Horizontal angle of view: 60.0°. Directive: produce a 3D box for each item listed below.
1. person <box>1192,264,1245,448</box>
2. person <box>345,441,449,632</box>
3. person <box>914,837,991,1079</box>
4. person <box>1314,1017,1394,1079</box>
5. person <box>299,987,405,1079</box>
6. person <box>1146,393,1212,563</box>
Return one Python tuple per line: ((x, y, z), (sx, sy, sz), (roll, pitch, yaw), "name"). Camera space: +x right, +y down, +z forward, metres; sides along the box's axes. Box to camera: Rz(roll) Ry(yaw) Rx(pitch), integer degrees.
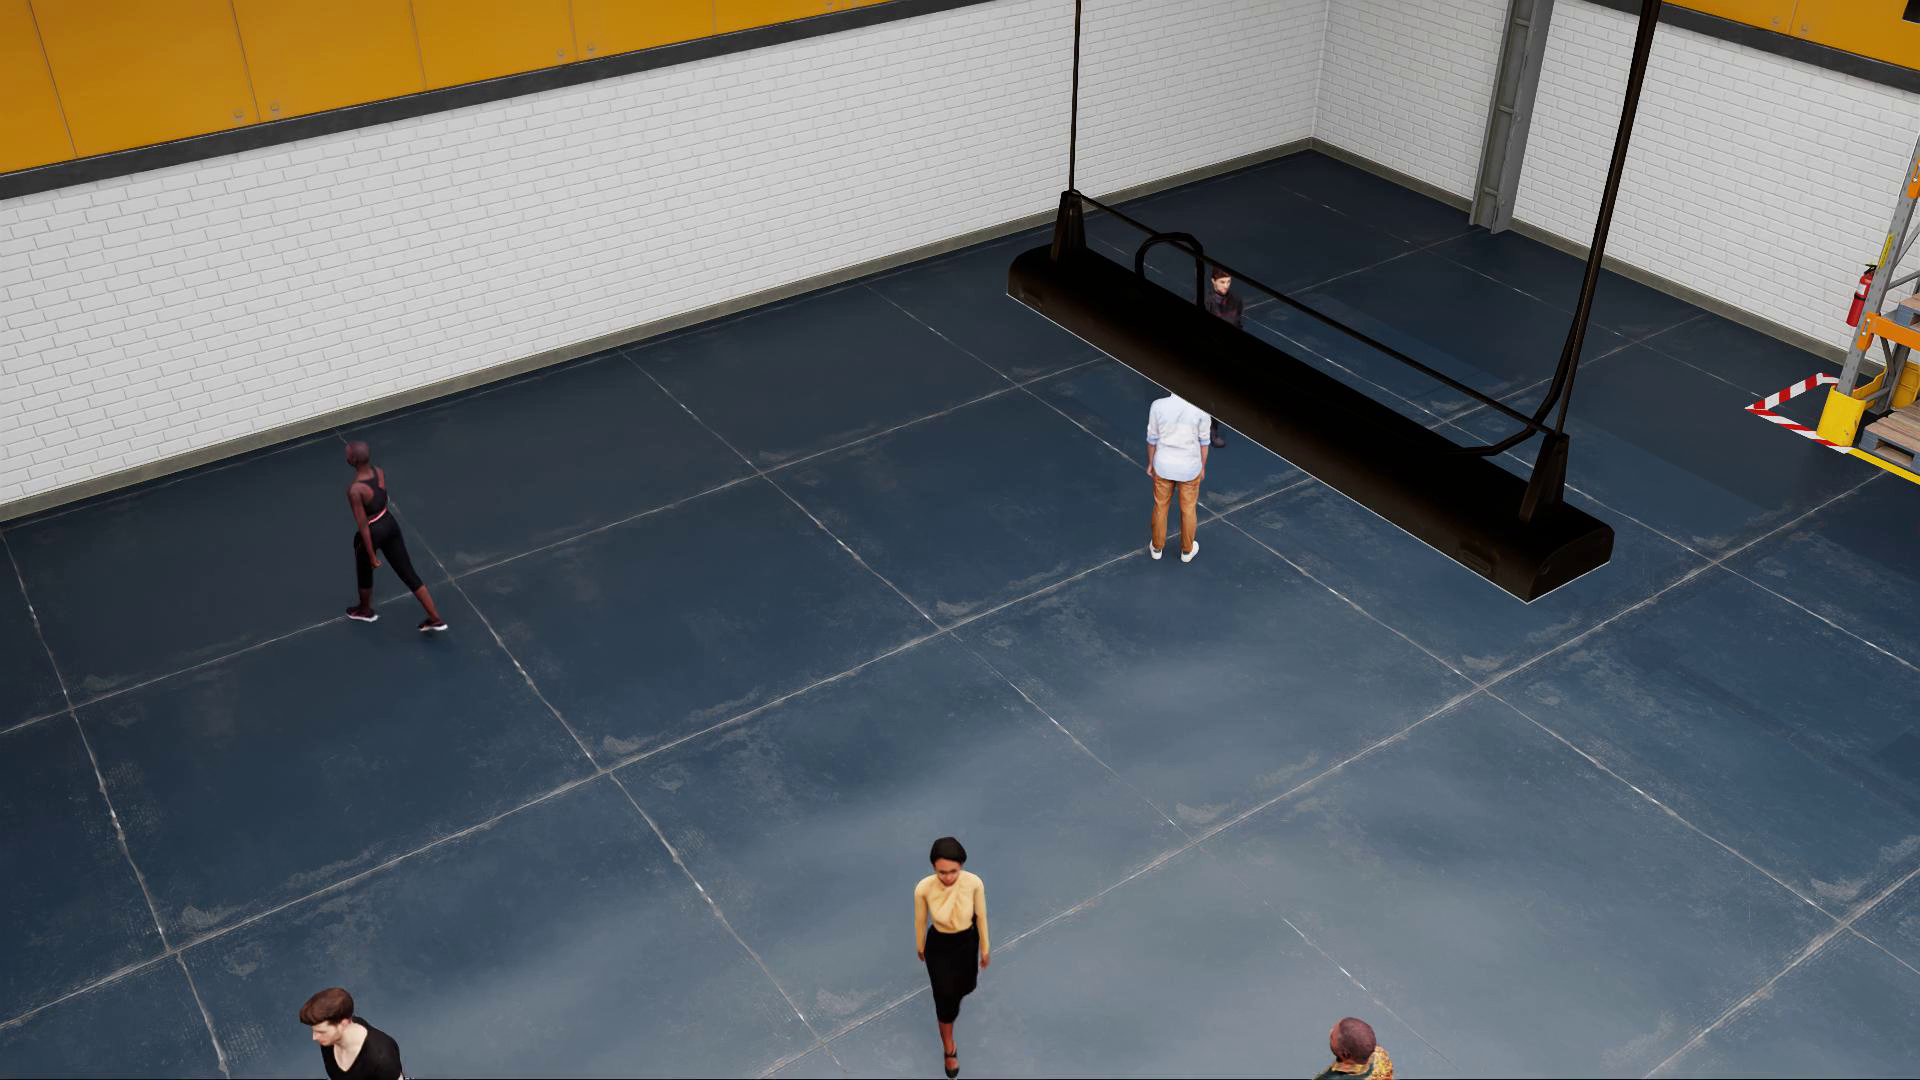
((2.335, -1.761, 15.595), (0.788, 1.824, 0.910), (-14, 36, -20), "person")
((-4.451, 0.021, 13.015), (1.268, 1.712, 1.027), (13, 36, 19), "person")
((-0.043, 2.321, 9.634), (0.831, 1.625, 1.071), (-6, 34, -9), "person")
((1.935, 3.082, 8.340), (0.728, 1.789, 1.042), (-25, 41, -32), "person")
((-2.899, 2.908, 8.520), (0.767, 1.879, 0.874), (18, 38, 25), "person")
((1.823, -0.638, 13.907), (0.749, 1.822, 0.824), (7, 34, 11), "person")
